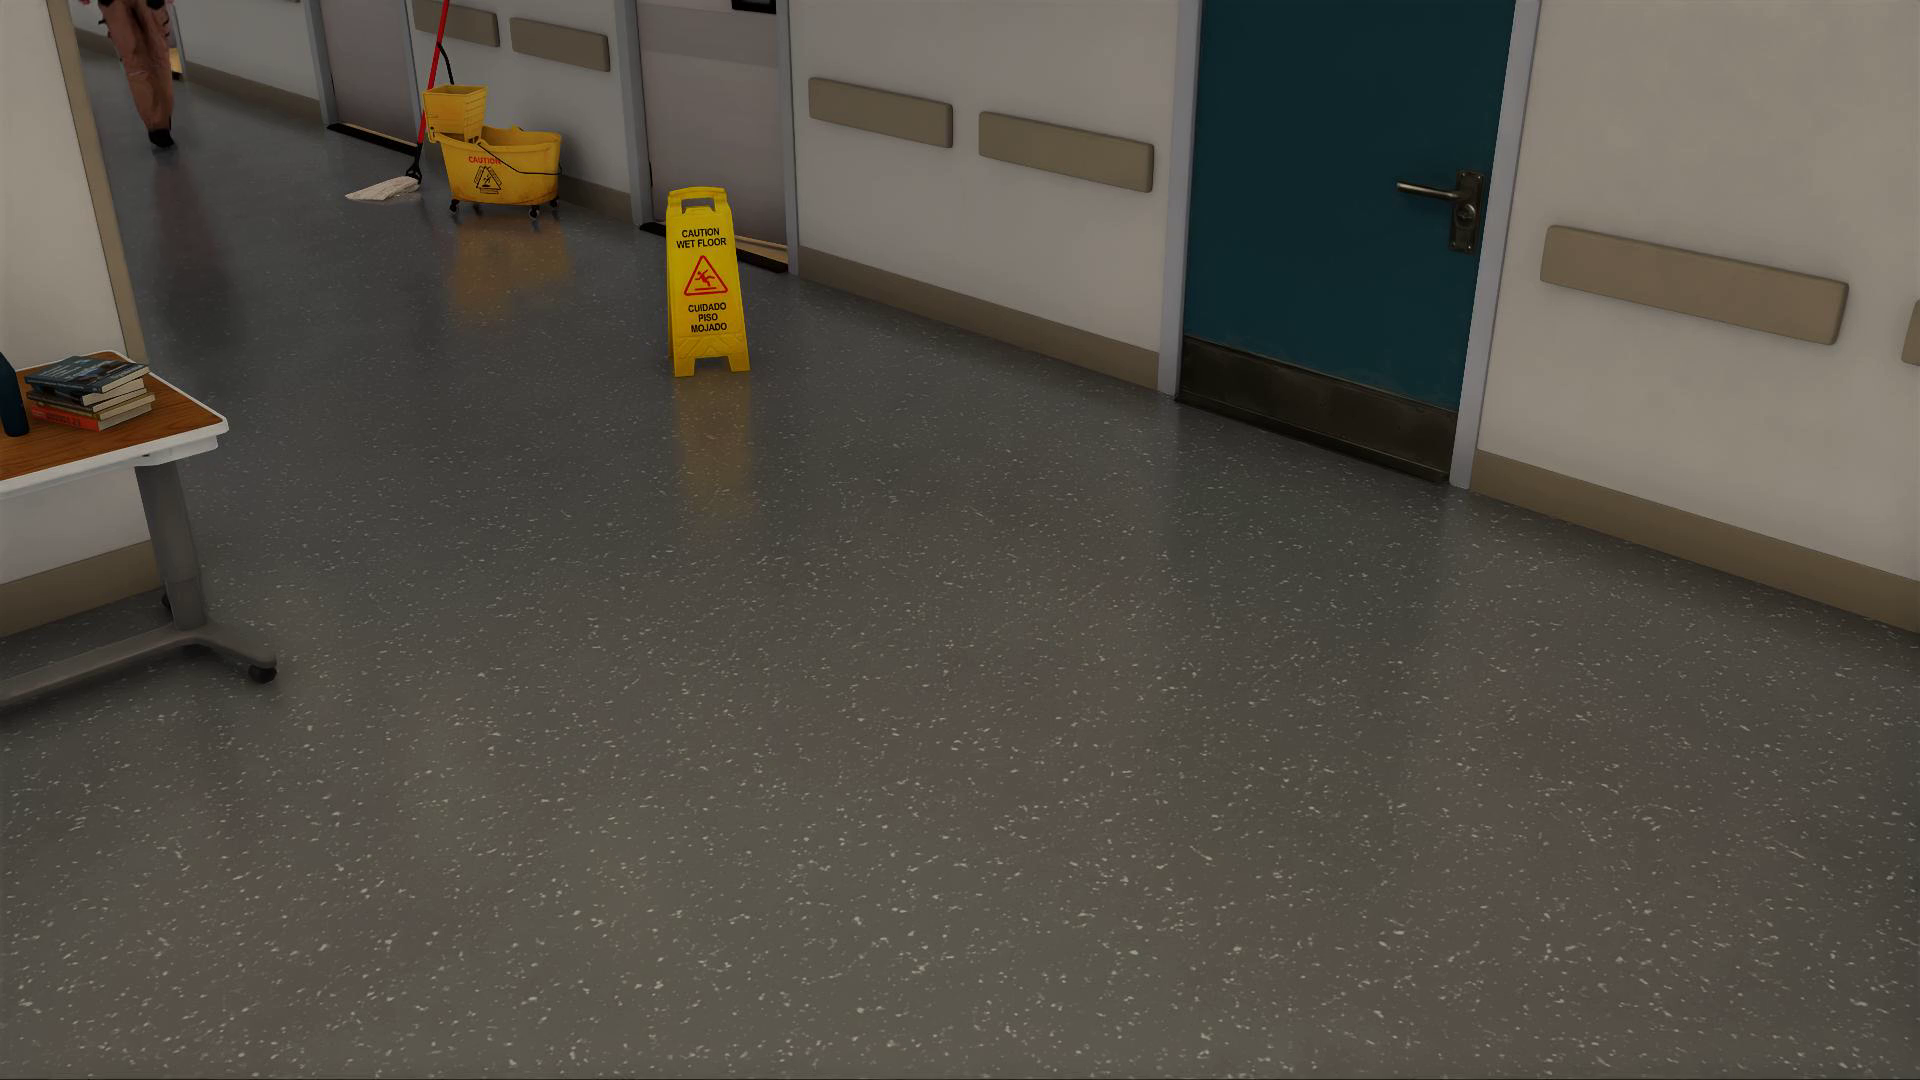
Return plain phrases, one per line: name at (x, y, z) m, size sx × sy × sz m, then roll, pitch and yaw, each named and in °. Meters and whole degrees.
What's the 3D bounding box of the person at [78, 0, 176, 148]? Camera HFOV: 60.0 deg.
person at (-5.241, -3.446, 10.513) m, size 0.841 × 1.902 × 1.070 m, roll -17°, pitch 30°, yaw -31°
